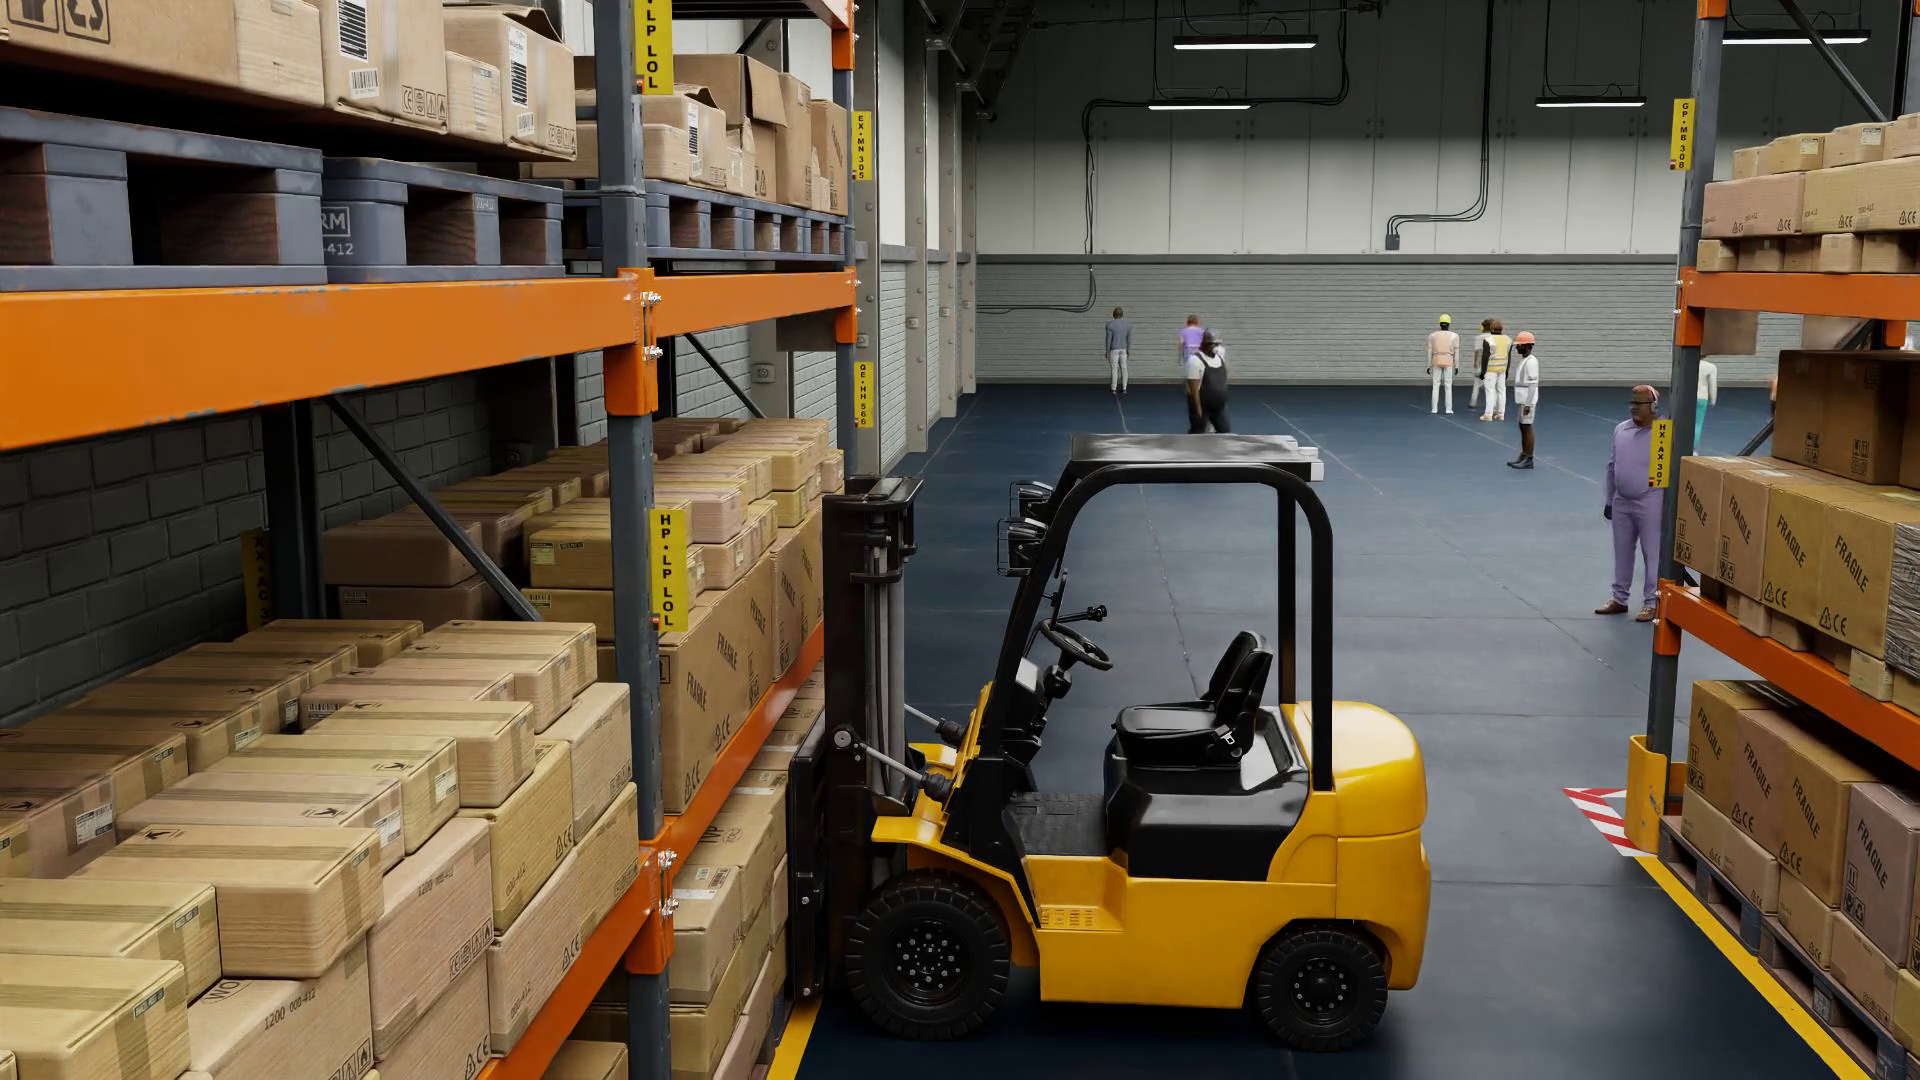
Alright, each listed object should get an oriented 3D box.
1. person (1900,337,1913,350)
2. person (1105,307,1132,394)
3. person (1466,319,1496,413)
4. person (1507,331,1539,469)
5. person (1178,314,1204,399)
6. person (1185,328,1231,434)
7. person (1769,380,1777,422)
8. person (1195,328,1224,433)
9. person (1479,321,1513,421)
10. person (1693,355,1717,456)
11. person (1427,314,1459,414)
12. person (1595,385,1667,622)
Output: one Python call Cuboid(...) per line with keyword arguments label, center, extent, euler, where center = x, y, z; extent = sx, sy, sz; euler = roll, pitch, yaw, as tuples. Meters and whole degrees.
Cuboid(label="person", center=(18.378, -3.421, 32.766), extent=(0.941, 1.782, 0.618), euler=(-9, 13, -43))
Cuboid(label="person", center=(3.539, -4.245, 37.276), extent=(0.631, 1.940, 0.372), euler=(-3, 10, -19))
Cuboid(label="person", center=(10.277, -3.399, 32.560), extent=(0.524, 1.827, 0.967), euler=(-1, 9, -4))
Cuboid(label="person", center=(7.966, -1.972, 23.504), extent=(0.379, 1.937, 0.548), euler=(1, 9, 8))
Cuboid(label="person", center=(4.943, -3.903, 35.550), extent=(0.562, 1.830, 0.449), euler=(-1, 9, -7))
Cuboid(label="person", center=(3.376, -1.855, 22.483), extent=(0.689, 2.000, 0.723), euler=(-6, 11, -33))
Cuboid(label="person", center=(11.251, -1.668, 22.525), extent=(0.543, 1.654, 0.862), euler=(0, 9, -2))
Cuboid(label="person", center=(4.158, -2.626, 27.815), extent=(0.516, 1.828, 0.850), euler=(0, 9, 3))
Cuboid(label="person", center=(9.889, -3.125, 30.784), extent=(0.633, 1.841, 0.429), euler=(-3, 10, -20))
Cuboid(label="person", center=(11.026, -2.113, 24.892), extent=(0.554, 1.749, 0.384), euler=(7, 12, 36))
Cuboid(label="person", center=(9.333, -3.392, 32.145), extent=(0.594, 1.922, 0.384), euler=(3, 10, 19))
Cuboid(label="person", center=(5.489, -0.298, 13.456), extent=(0.402, 1.906, 0.652), euler=(-6, 11, -33))
